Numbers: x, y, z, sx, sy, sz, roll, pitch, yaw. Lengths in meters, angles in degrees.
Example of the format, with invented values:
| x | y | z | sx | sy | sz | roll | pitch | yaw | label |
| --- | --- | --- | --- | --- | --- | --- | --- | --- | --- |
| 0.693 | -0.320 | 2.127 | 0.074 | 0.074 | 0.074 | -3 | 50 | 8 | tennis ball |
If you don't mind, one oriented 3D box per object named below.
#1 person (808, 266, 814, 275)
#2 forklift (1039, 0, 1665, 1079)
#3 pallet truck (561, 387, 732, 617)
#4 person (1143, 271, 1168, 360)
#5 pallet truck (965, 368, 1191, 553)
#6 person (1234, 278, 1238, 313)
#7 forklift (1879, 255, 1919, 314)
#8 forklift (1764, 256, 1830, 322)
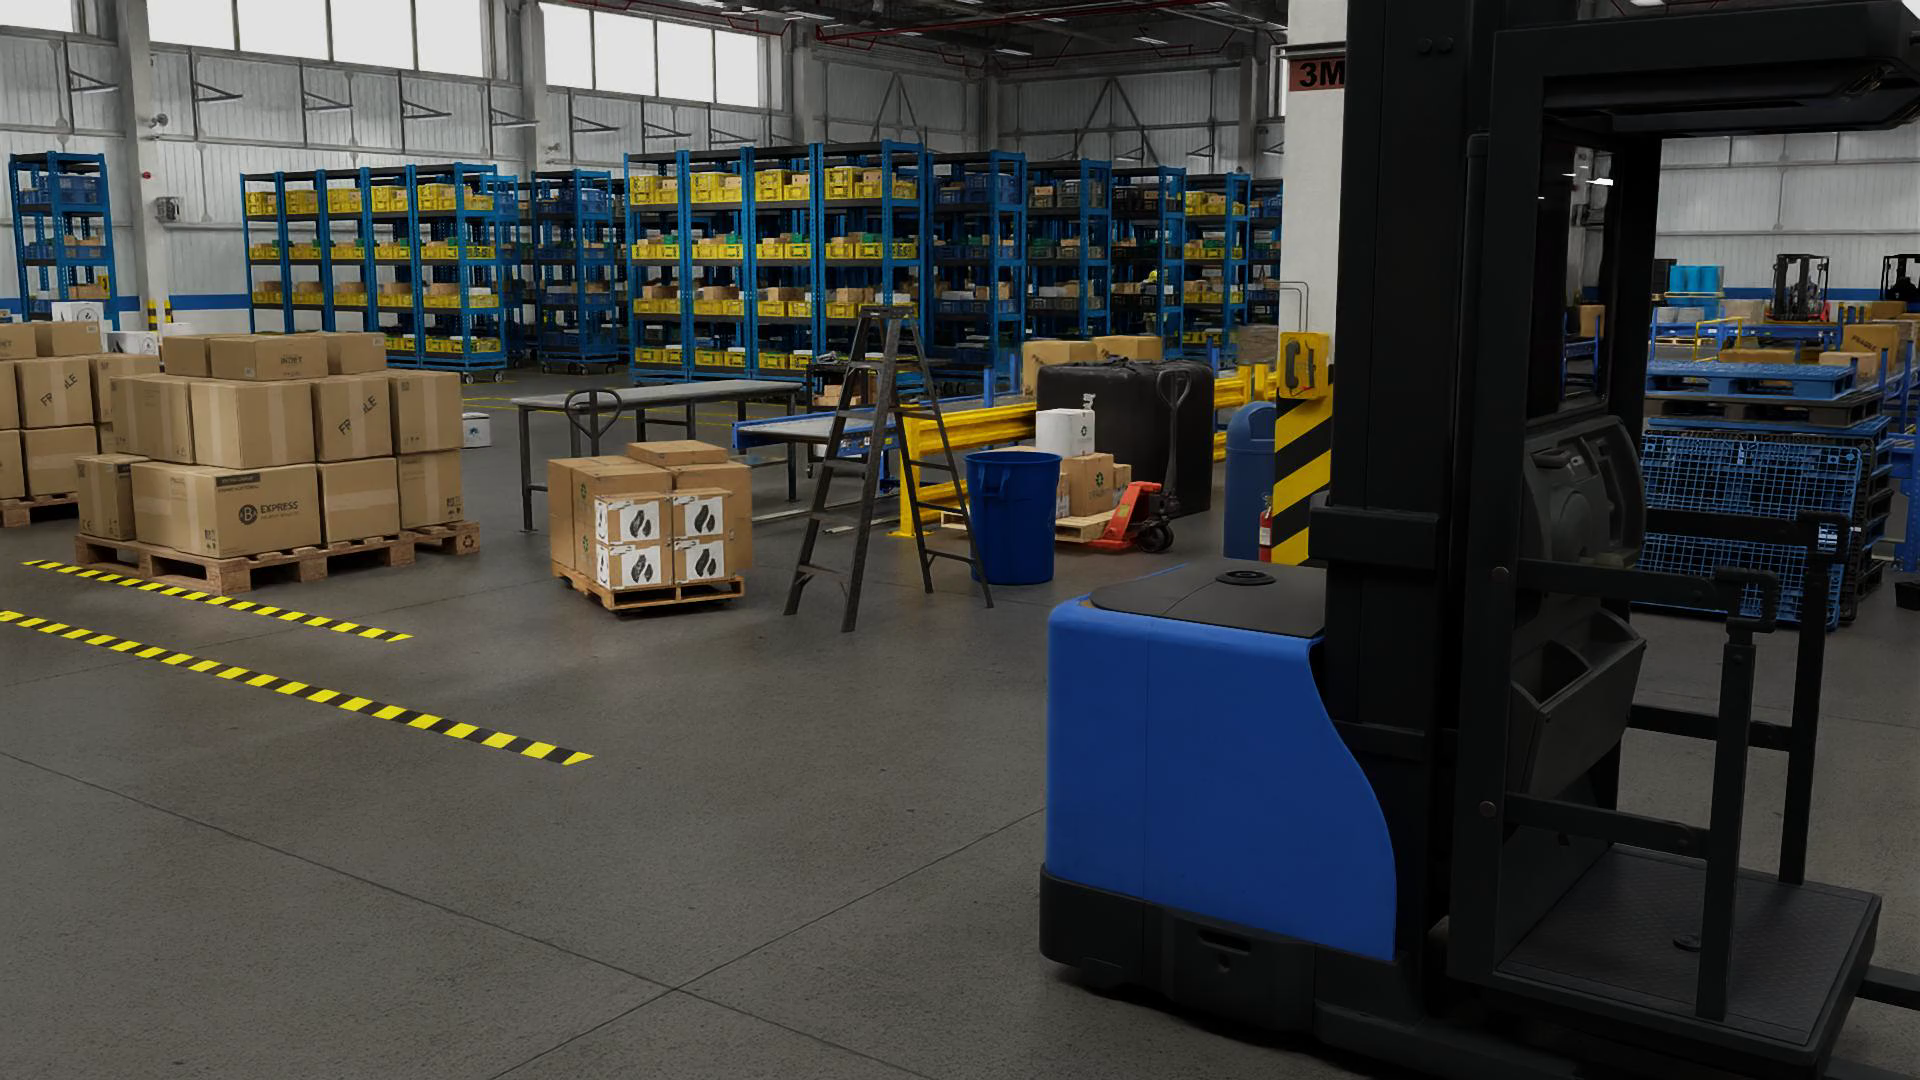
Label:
| x | y | z | sx | sy | sz | roll | pitch | yaw | label |
| --- | --- | --- | --- | --- | --- | --- | --- | --- | --- |
| -3.267 | -5.324 | 38.004 | 0.631 | 1.966 | 0.534 | 6 | 11 | 32 | person |
| 1.249 | -0.137 | 4.360 | 1.873 | 2.768 | 1.129 | 7 | 12 | 35 | forklift |
| -1.981 | -0.274 | 10.088 | 0.680 | 1.201 | 1.601 | -5 | 11 | -28 | pallet truck |
| 3.782 | -4.305 | 32.329 | 0.403 | 1.823 | 0.588 | -9 | 13 | -43 | person |
| 0.845 | -0.609 | 11.869 | 1.630 | 1.274 | 0.653 | 7 | 12 | 35 | pallet truck |
| 7.390 | -6.491 | 45.273 | 0.570 | 1.843 | 0.372 | -7 | 12 | -36 | person |
| 22.089 | -5.634 | 38.796 | 1.157 | 1.987 | 2.680 | 6 | 11 | 33 | forklift |
| 20.253 | -5.854 | 40.139 | 1.157 | 1.987 | 2.680 | 7 | 12 | 35 | forklift |
